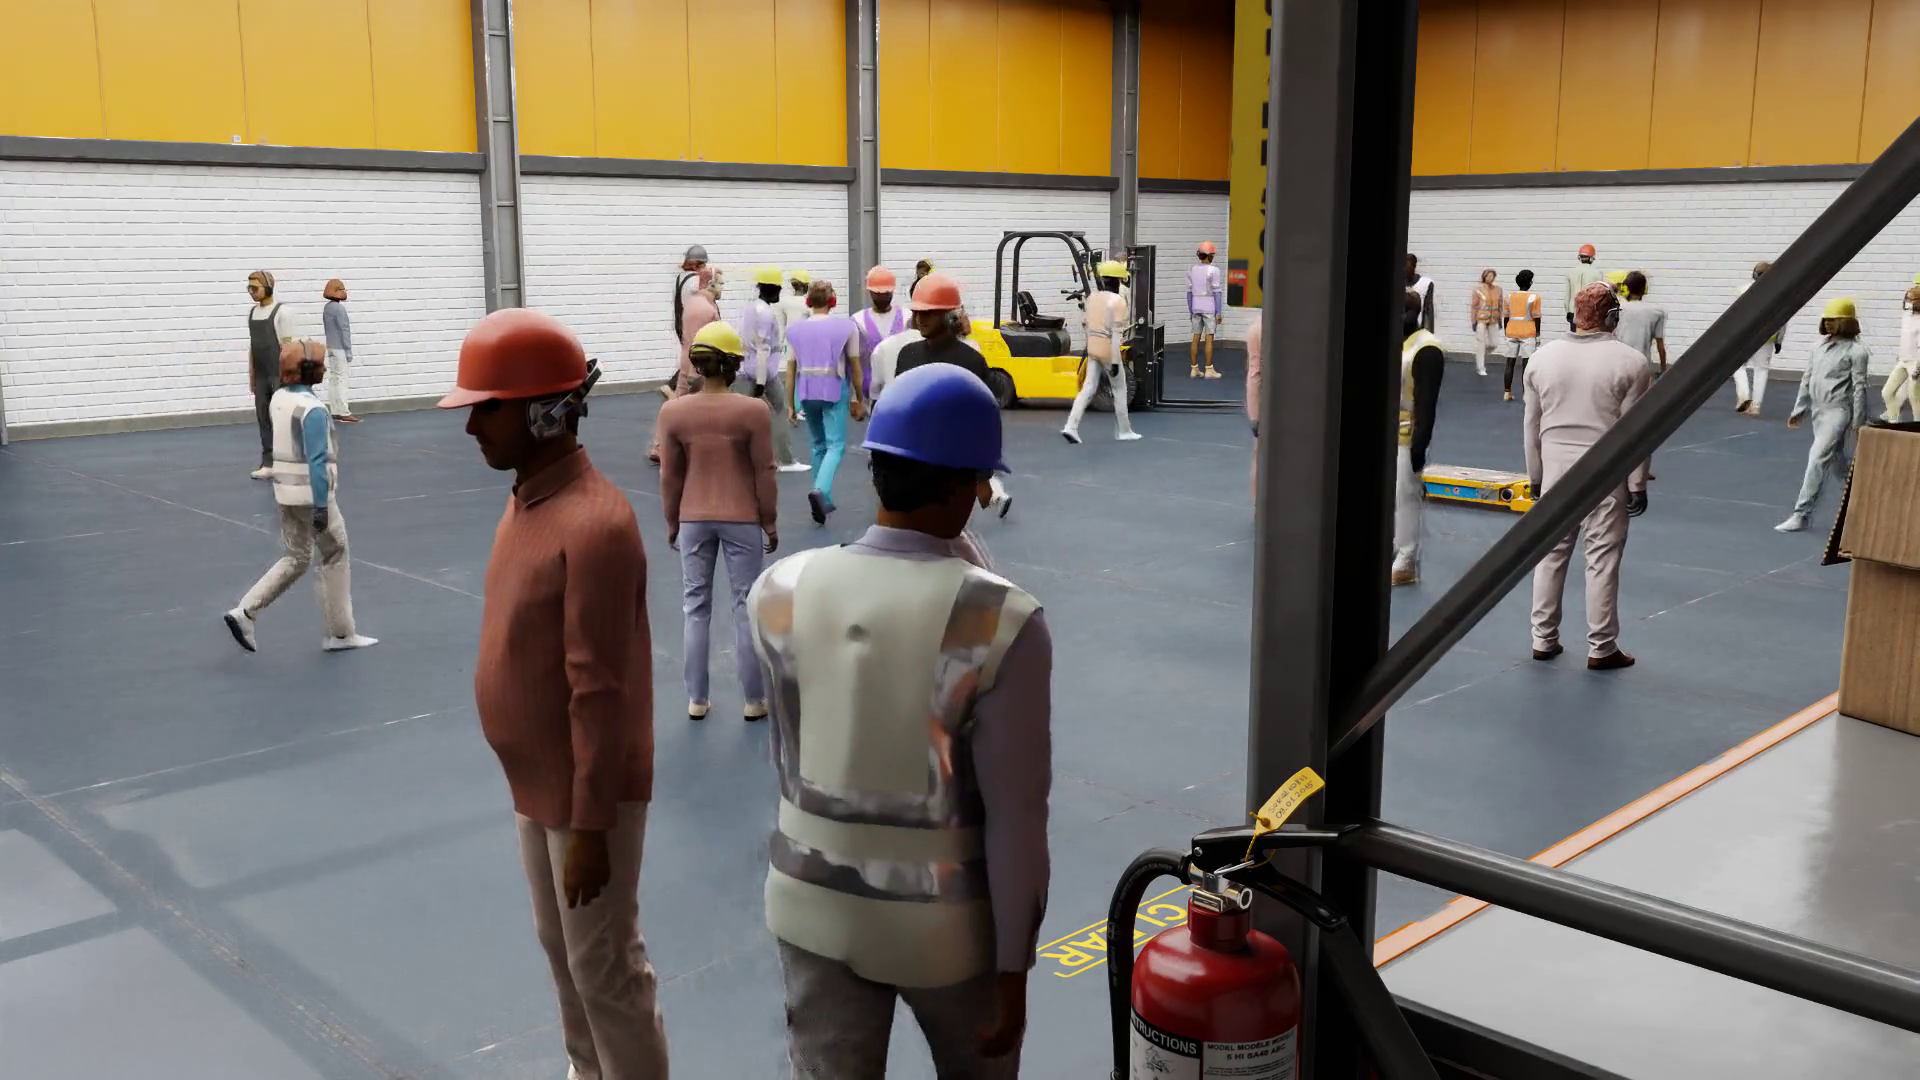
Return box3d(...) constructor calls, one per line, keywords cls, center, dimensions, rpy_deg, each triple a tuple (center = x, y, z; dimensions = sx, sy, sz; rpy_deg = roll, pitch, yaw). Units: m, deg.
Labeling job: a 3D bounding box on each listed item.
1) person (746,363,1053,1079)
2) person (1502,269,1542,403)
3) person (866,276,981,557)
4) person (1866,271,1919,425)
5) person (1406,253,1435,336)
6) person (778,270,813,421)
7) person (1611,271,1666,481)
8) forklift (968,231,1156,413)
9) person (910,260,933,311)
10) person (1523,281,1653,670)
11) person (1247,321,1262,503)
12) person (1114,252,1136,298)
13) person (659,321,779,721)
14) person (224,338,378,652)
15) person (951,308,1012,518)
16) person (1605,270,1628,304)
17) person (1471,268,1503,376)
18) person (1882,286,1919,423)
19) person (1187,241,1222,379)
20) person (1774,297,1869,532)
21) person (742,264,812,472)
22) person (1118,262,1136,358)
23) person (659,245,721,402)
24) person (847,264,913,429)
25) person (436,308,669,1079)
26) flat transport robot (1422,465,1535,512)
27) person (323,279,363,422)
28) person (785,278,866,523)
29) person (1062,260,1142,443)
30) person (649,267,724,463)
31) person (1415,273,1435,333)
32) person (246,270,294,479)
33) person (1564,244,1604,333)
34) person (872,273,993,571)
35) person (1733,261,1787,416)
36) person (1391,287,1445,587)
box3d(cls="person", center=(-0.065, 0.632, 3.052), dimensions=(0.598, 1.900, 0.862), rpy_deg=(4, 11, 21))
box3d(cls="person", center=(7.197, -2.608, 21.306), dimensions=(0.318, 1.697, 0.534), rpy_deg=(-10, 15, -44))
box3d(cls="person", center=(-0.211, -0.561, 9.600), dimensions=(0.605, 1.889, 1.073), rpy_deg=(10, 14, 42))
box3d(cls="person", center=(10.343, -2.042, 17.988), dimensions=(0.930, 1.783, 0.598), rpy_deg=(5, 11, 24))
box3d(cls="person", center=(5.725, -2.706, 21.274), dimensions=(0.629, 1.897, 0.547), rpy_deg=(10, 15, 44))
box3d(cls="person", center=(-1.807, -2.258, 19.311), dimensions=(0.551, 1.729, 0.832), rpy_deg=(6, 12, 28))
box3d(cls="person", center=(5.923, -1.457, 14.714), dimensions=(0.645, 1.806, 0.950), rpy_deg=(2, 11, 12))
box3d(cls="forklift", center=(1.222, -2.721, 20.561), dimensions=(2.313, 2.155, 1.214), rpy_deg=(2, 11, 13))
box3d(cls="person", center=(-0.484, -2.724, 21.642), dimensions=(0.530, 1.805, 1.015), rpy_deg=(5, 12, 27))
box3d(cls="person", center=(3.107, -0.315, 8.230), dimensions=(0.410, 1.909, 0.643), rpy_deg=(-10, 15, -44))
box3d(cls="person", center=(2.330, -0.923, 11.724), dimensions=(0.644, 1.847, 1.032), rpy_deg=(-1, 10, -5))
box3d(cls="person", center=(2.702, -3.716, 26.907), dimensions=(0.807, 1.865, 0.432), rpy_deg=(-7, 12, -33))
box3d(cls="person", center=(-1.048, -0.074, 7.319), dimensions=(0.523, 1.761, 0.328), rpy_deg=(1, 10, 8))
box3d(cls="person", center=(-3.356, -0.203, 8.392), dimensions=(0.516, 1.620, 0.640), rpy_deg=(10, 14, 42))
box3d(cls="person", center=(0.107, -0.956, 12.524), dimensions=(0.679, 1.608, 0.532), rpy_deg=(4, 11, 20))
box3d(cls="person", center=(8.102, -2.452, 20.414), dimensions=(0.922, 1.715, 0.527), rpy_deg=(-1, 10, -4))
box3d(cls="person", center=(8.014, -3.322, 25.375), dimensions=(0.531, 1.627, 0.415), rpy_deg=(-2, 11, -13))
box3d(cls="person", center=(9.650, -1.771, 16.946), dimensions=(0.513, 1.612, 0.514), rpy_deg=(0, 10, 1))
box3d(cls="person", center=(3.657, -3.424, 24.798), dimensions=(0.364, 2.048, 0.608), rpy_deg=(-10, 15, -44))
box3d(cls="person", center=(6.352, -0.914, 12.059), dimensions=(0.899, 1.699, 0.487), rpy_deg=(-2, 11, -11))
box3d(cls="person", center=(-1.838, -1.524, 14.884), dimensions=(0.918, 1.891, 0.585), rpy_deg=(-5, 11, -24))
box3d(cls="person", center=(2.086, -2.768, 21.907), dimensions=(0.832, 1.798, 0.595), rpy_deg=(2, 11, 9))
box3d(cls="person", center=(-3.181, -2.516, 19.865), dimensions=(0.673, 2.000, 0.697), rpy_deg=(-7, 12, -33))
box3d(cls="person", center=(-0.559, -1.116, 12.572), dimensions=(0.589, 1.907, 0.700), rpy_deg=(-1, 10, -4))
box3d(cls="person", center=(-0.850, 0.511, 3.513), dimensions=(0.402, 1.986, 0.608), rpy_deg=(-6, 12, -30))
box3d(cls="flat transport robot", center=(4.113, -0.433, 13.337), dimensions=(0.652, 0.197, 1.431), rpy_deg=(-10, 14, -44))
box3d(cls="person", center=(-7.113, -2.169, 19.074), dimensions=(0.286, 1.636, 0.499), rpy_deg=(-10, 15, -44))
box3d(cls="person", center=(-1.037, -1.045, 12.466), dimensions=(0.581, 1.815, 0.838), rpy_deg=(3, 11, 15))
box3d(cls="person", center=(1.450, -1.931, 17.132), dimensions=(0.986, 1.884, 0.607), rpy_deg=(-9, 13, -39))
box3d(cls="person", center=(-2.405, -1.596, 15.434), dimensions=(1.080, 1.846, 0.623), rpy_deg=(-5, 11, -24))
box3d(cls="person", center=(6.603, -3.061, 24.086), dimensions=(0.510, 1.580, 0.878), rpy_deg=(3, 11, 15))
box3d(cls="person", center=(-6.043, -1.462, 14.678), dimensions=(0.537, 1.834, 0.588), rpy_deg=(4, 11, 23))
box3d(cls="person", center=(9.510, -3.497, 25.338), dimensions=(0.375, 1.995, 0.611), rpy_deg=(-10, 15, -44))
box3d(cls="person", center=(-0.071, -0.400, 8.618), dimensions=(1.026, 1.957, 0.605), rpy_deg=(-9, 13, -39))
box3d(cls="person", center=(9.436, -2.382, 19.718), dimensions=(0.657, 1.827, 0.452), rpy_deg=(2, 11, 9))
box3d(cls="person", center=(2.633, -0.611, 10.060), dimensions=(0.465, 1.825, 0.660), rpy_deg=(-4, 11, -19))
